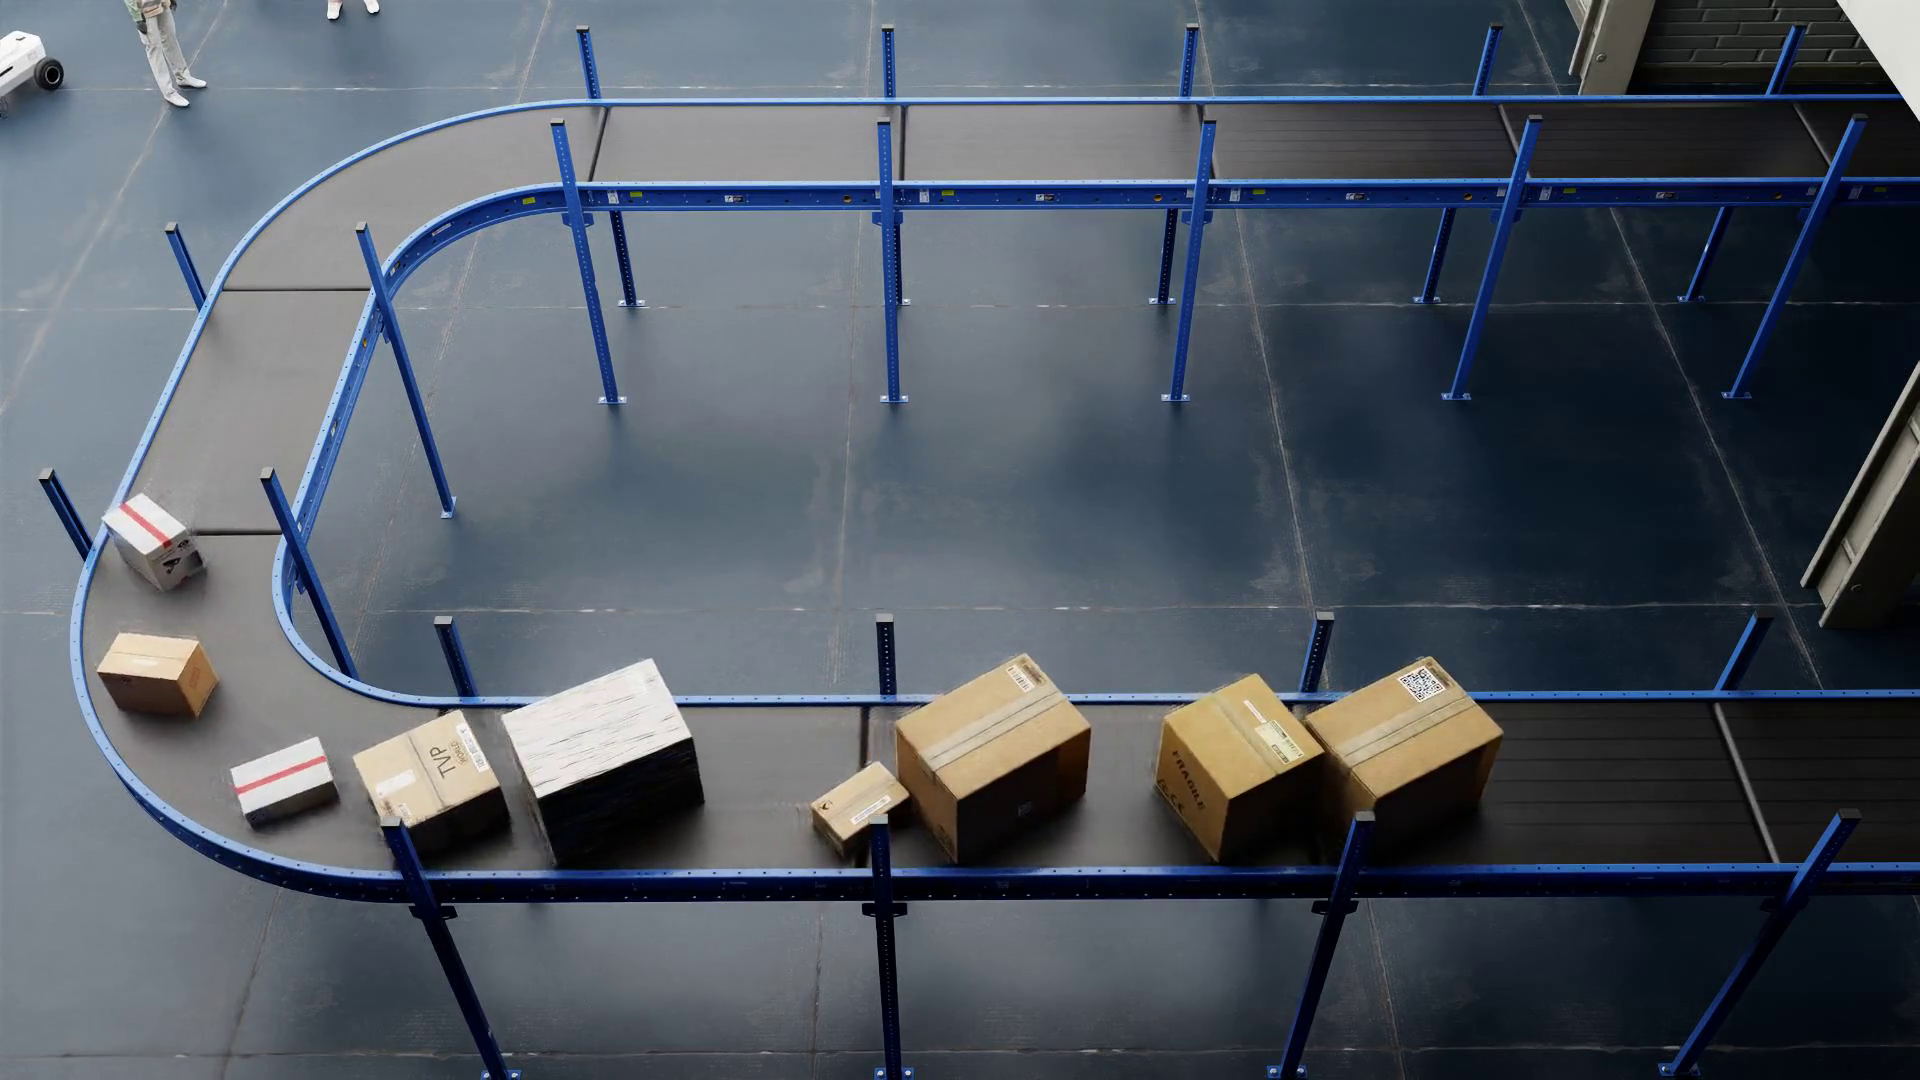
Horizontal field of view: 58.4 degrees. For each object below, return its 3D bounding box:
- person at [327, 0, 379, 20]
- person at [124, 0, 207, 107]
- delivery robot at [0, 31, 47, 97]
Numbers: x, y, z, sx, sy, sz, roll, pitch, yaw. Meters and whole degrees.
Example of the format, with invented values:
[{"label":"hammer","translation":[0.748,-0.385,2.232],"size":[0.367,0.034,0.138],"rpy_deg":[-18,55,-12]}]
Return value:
[{"label":"person","translation":[-5.576,-5.536,15.138],"size":[0.651,1.913,0.410],"rpy_deg":[-12,48,-11]},{"label":"person","translation":[-6.718,-4.419,14.279],"size":[0.307,1.640,0.521],"rpy_deg":[9,48,8]},{"label":"delivery robot","translation":[-8.161,-4.056,14.636],"size":[0.477,0.478,0.707],"rpy_deg":[18,50,16]}]
